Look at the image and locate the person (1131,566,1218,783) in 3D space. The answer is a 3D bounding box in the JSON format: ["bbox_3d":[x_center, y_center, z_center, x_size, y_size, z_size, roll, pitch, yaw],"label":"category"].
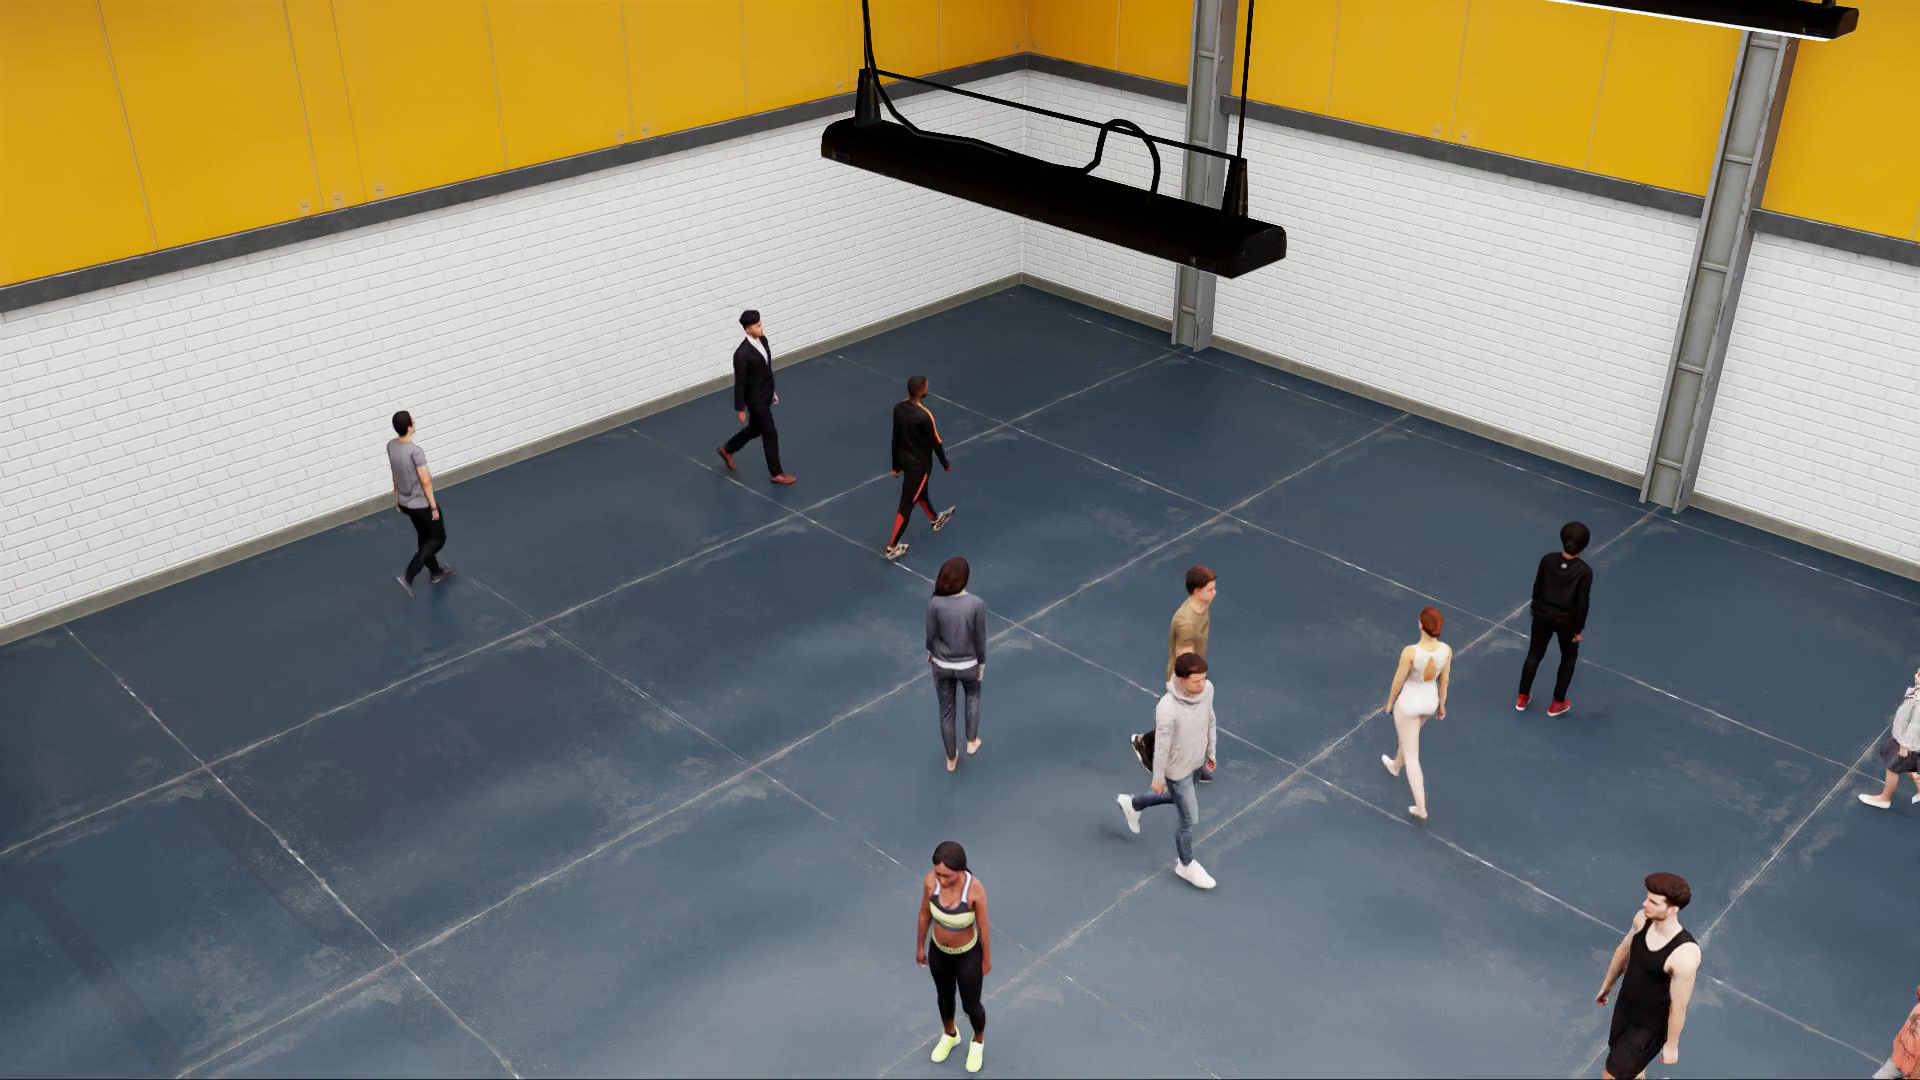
[{"bbox_3d":[1.595,0.999,12.284,0.970,1.837,0.846,12,31,21],"label":"person"}]

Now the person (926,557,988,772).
[{"bbox_3d":[-0.034,0.970,12.425,0.758,1.753,0.820,0,29,1],"label":"person"}]

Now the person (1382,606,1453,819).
[{"bbox_3d":[3.339,1.262,12.043,0.903,1.606,1.112,-7,29,-12],"label":"person"}]

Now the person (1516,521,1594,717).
[{"bbox_3d":[4.722,0.639,13.132,0.578,1.657,0.704,21,35,33],"label":"person"}]

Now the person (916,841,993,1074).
[{"bbox_3d":[-0.007,2.422,9.777,0.658,1.739,0.753,13,31,23],"label":"person"}]

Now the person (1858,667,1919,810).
[{"bbox_3d":[6.954,1.438,12.074,0.716,1.268,0.575,18,33,30],"label":"person"}]

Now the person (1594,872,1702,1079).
[{"bbox_3d":[3.889,2.626,9.259,0.892,1.877,0.805,-4,29,-7],"label":"person"}]

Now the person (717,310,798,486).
[{"bbox_3d":[-2.117,-1.452,16.754,1.267,1.859,1.053,9,30,15],"label":"person"}]

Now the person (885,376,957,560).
[{"bbox_3d":[-0.486,-0.636,15.363,0.715,1.758,1.107,-26,38,-38],"label":"person"}]

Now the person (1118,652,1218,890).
[{"bbox_3d":[1.448,1.497,11.385,1.123,1.823,0.711,23,36,36],"label":"person"}]

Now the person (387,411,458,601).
[{"bbox_3d":[-4.869,-0.294,14.761,0.932,1.736,0.785,18,34,30],"label":"person"}]
